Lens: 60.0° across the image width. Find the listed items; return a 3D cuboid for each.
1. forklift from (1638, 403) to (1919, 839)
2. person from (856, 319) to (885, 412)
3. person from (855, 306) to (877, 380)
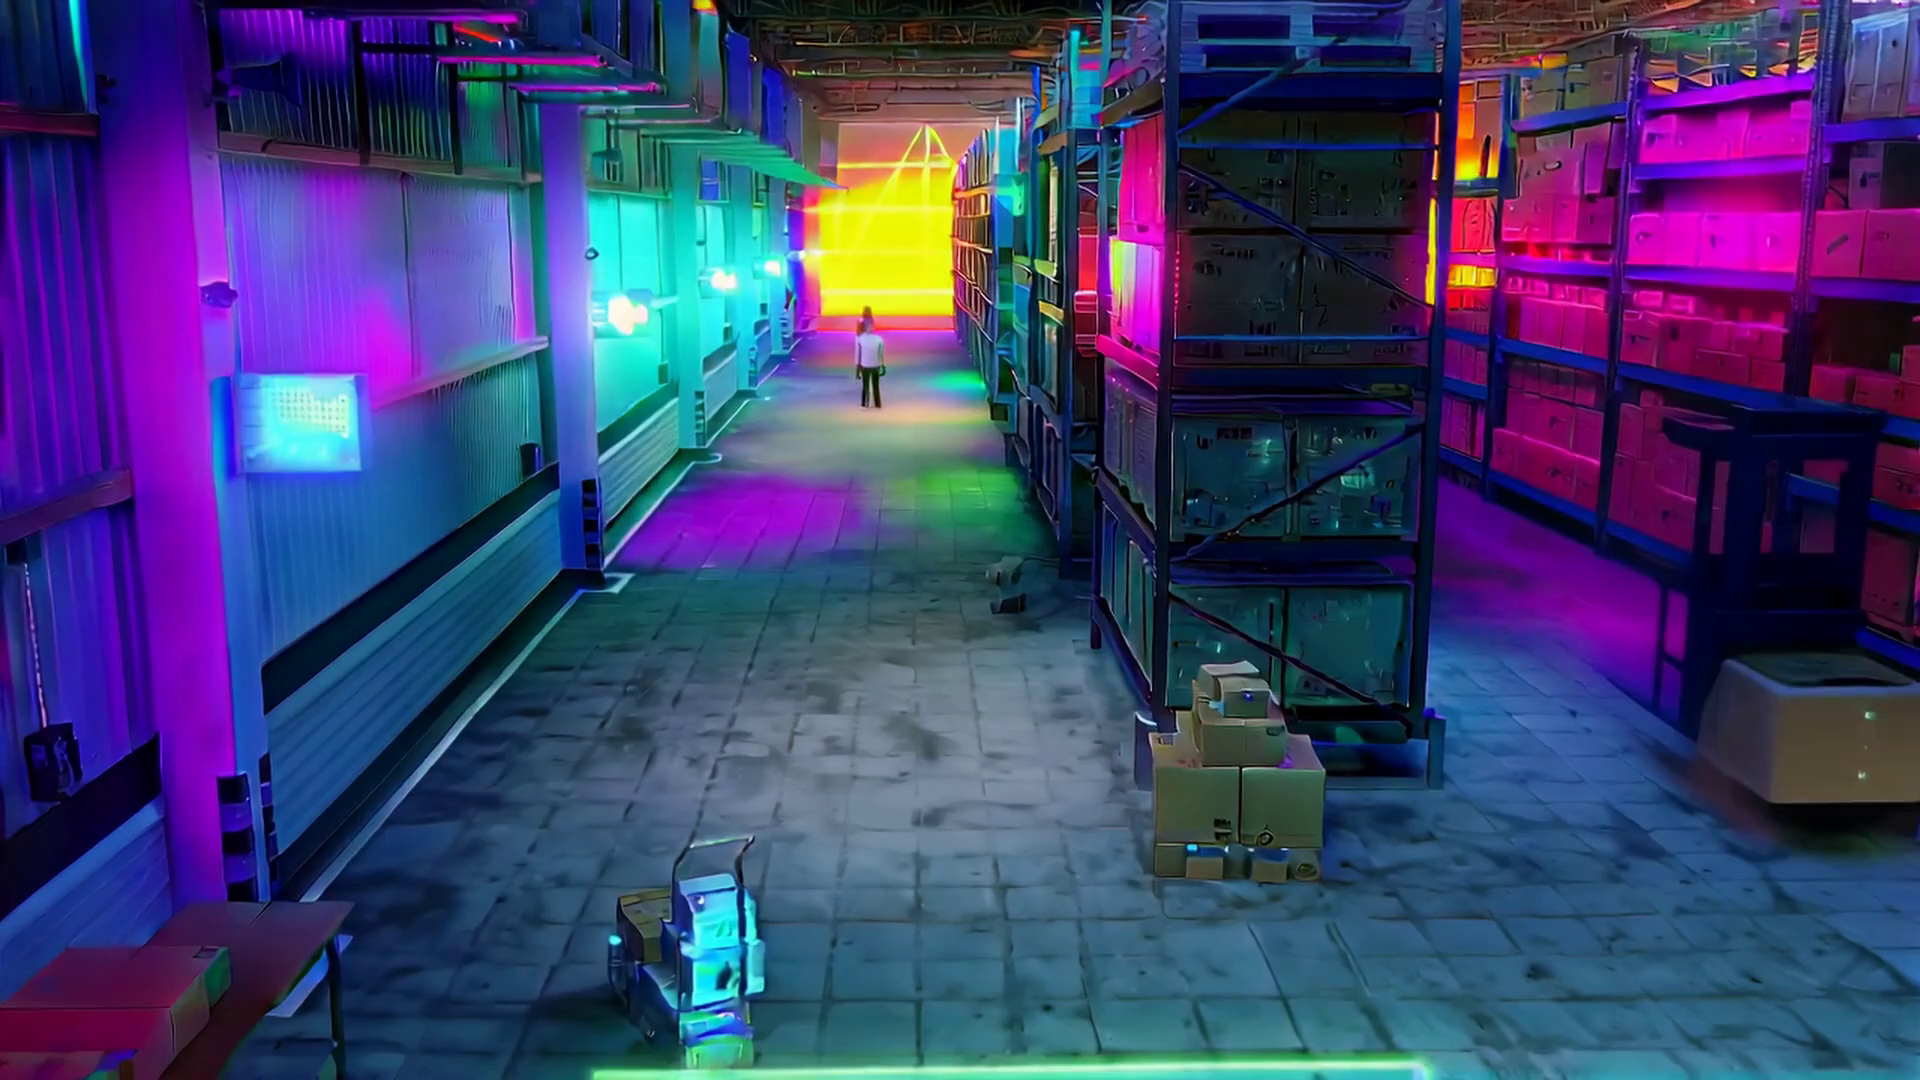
[{"bbox_3d":[5.749,0.451,11.501,1.129,2.768,1.873,0,11,-2],"label":"forklift"},{"bbox_3d":[-1.914,-3.714,35.517,0.617,1.988,0.402,0,11,1],"label":"person"},{"bbox_3d":[-2.407,-5.050,42.668,0.590,1.910,0.394,-6,12,-28],"label":"person"}]
